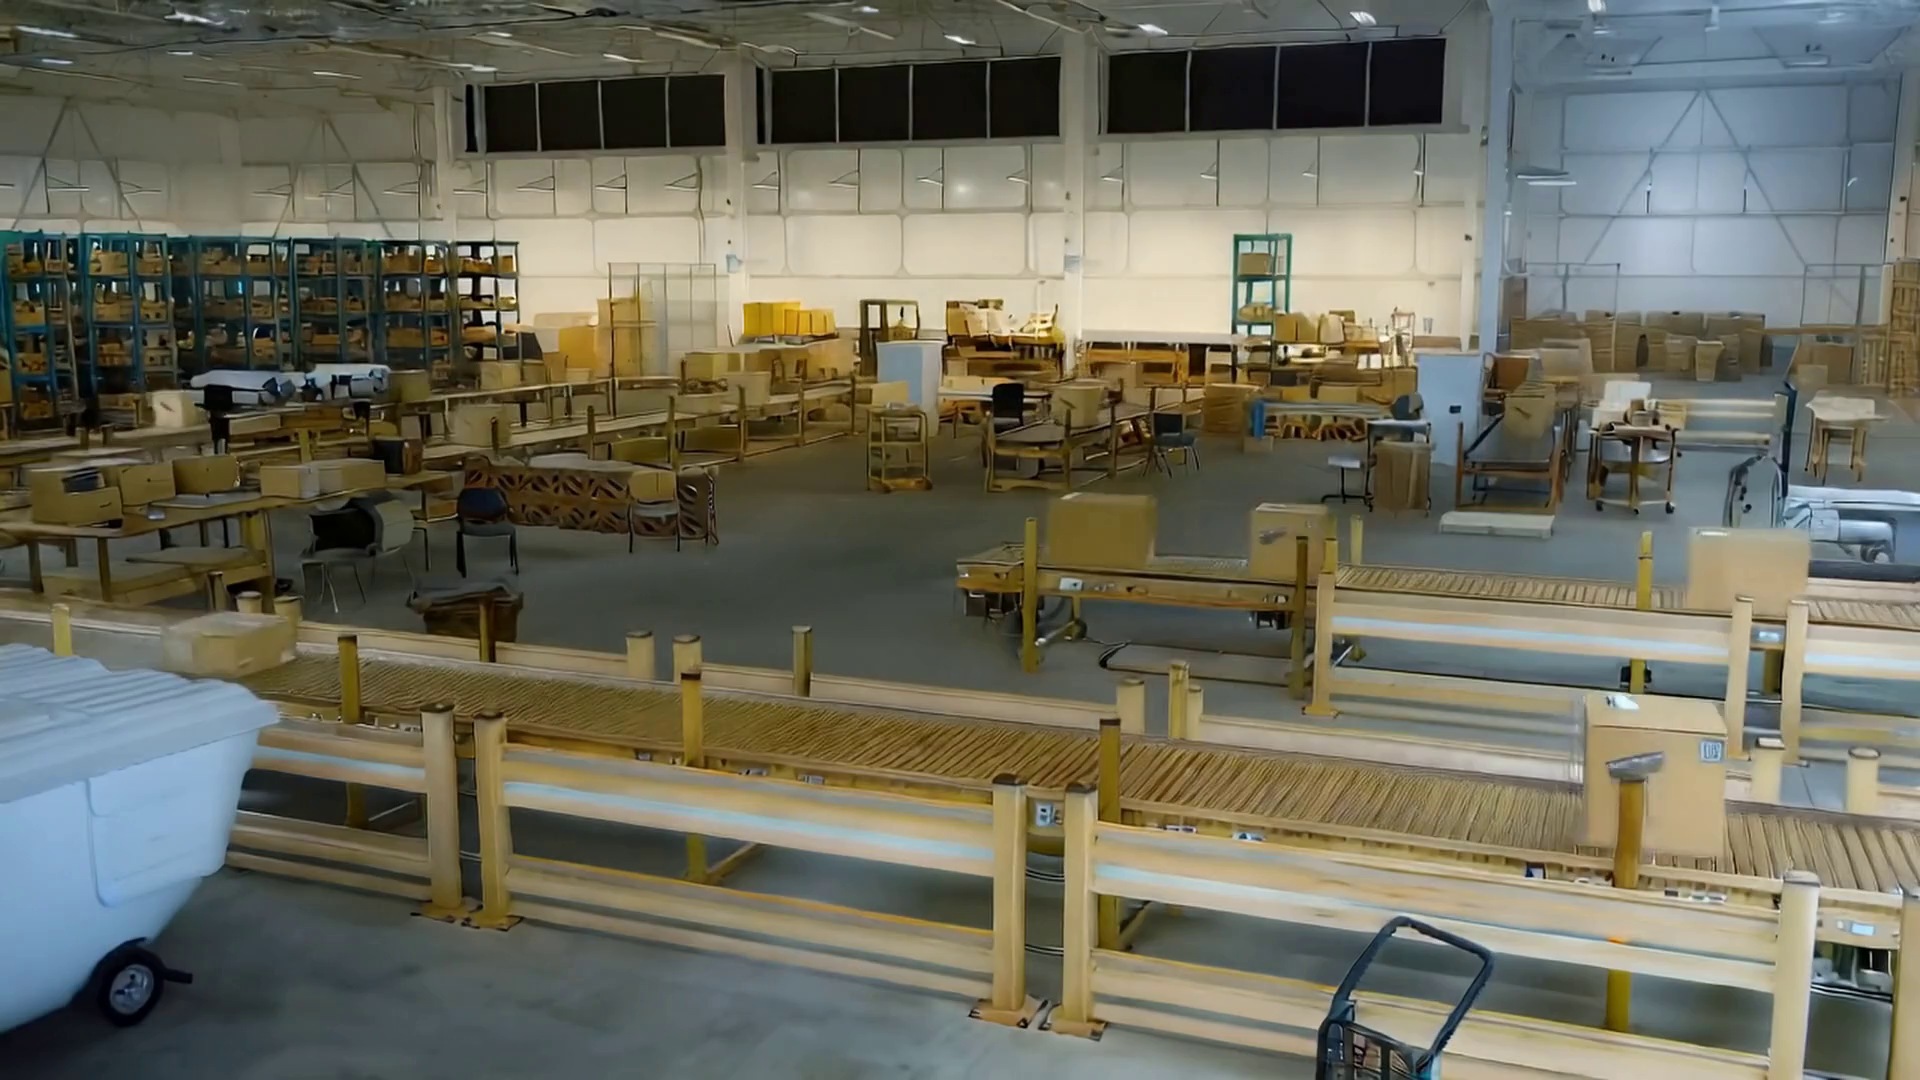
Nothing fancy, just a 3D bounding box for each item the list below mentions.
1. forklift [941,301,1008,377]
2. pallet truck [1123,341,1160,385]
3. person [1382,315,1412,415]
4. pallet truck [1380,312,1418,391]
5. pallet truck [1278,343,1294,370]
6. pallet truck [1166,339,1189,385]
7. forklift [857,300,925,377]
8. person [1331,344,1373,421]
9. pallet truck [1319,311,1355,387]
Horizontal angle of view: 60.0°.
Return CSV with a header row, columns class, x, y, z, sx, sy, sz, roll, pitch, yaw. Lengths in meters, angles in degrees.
class,x,y,z,sx,sy,sz,roll,pitch,yaw
forklift,0.365,-4.966,41.571,1.157,1.987,2.680,3,10,20
pallet truck,4.445,-4.380,41.279,0.680,1.201,1.601,4,10,22
person,8.899,-3.556,33.824,0.611,2.042,0.394,7,12,37
pallet truck,10.207,-4.283,38.369,0.823,1.965,1.885,3,10,20
pallet truck,7.886,-4.163,39.743,0.653,1.274,1.630,4,10,22
pallet truck,5.418,-4.269,40.420,0.704,1.261,1.522,3,10,20
forklift,-1.732,-5.109,42.468,1.157,1.987,2.680,4,10,22
person,7.377,-2.992,30.969,0.996,1.856,0.656,5,11,28
pallet truck,9.071,-4.419,39.190,0.823,1.965,1.885,5,10,26
